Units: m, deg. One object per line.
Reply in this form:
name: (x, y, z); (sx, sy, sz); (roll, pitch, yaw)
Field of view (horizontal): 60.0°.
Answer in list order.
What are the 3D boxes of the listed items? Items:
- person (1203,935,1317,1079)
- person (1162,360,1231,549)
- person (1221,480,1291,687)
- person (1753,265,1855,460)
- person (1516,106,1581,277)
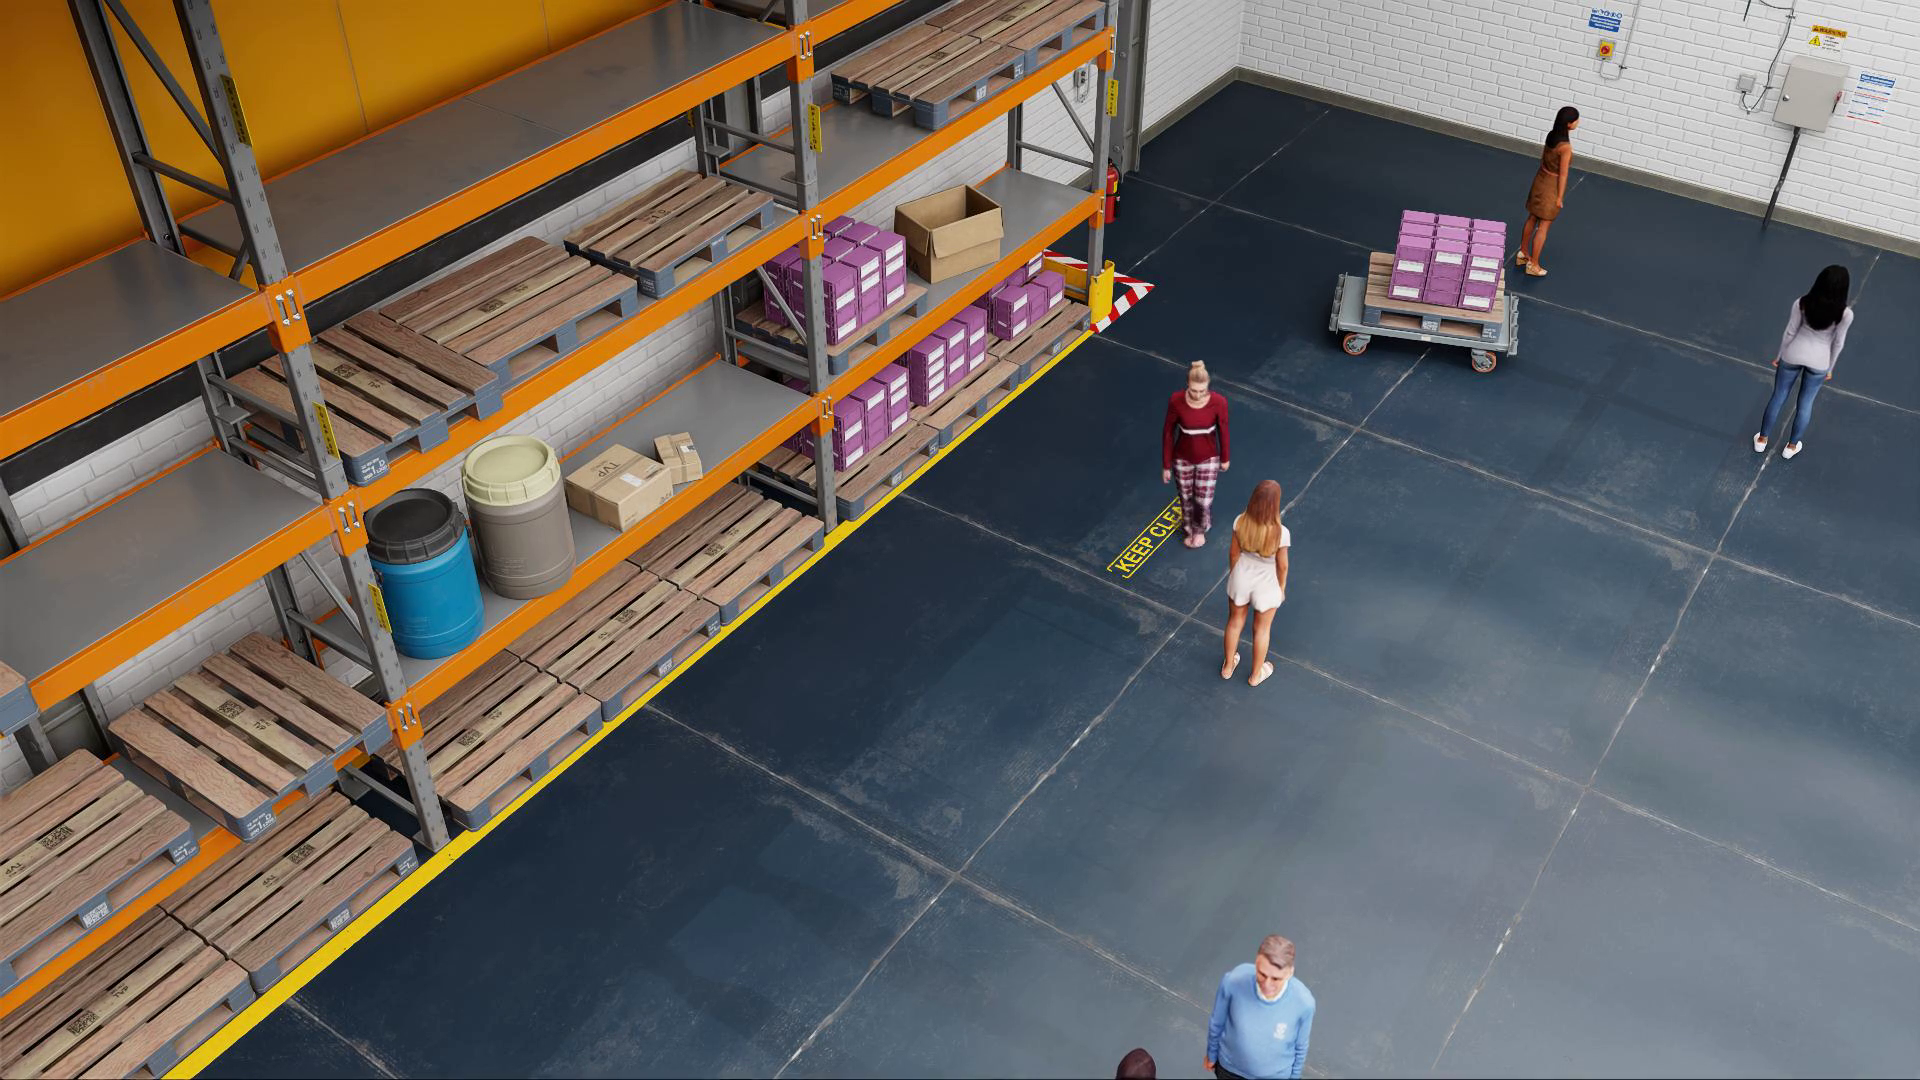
person: (1.491, 2.598, 8.377); (0.717, 1.820, 0.681); (11, 40, 14)
person: (1.790, -0.677, 12.579); (0.775, 1.694, 0.782); (6, 39, 8)
person: (2.012, 0.295, 11.360); (0.581, 1.697, 0.576); (19, 42, 22)
person: (6.861, -1.446, 13.510); (0.617, 1.735, 0.536); (21, 43, 24)
person: (5.640, -3.353, 15.935); (0.698, 1.689, 0.632); (-6, 39, -7)
